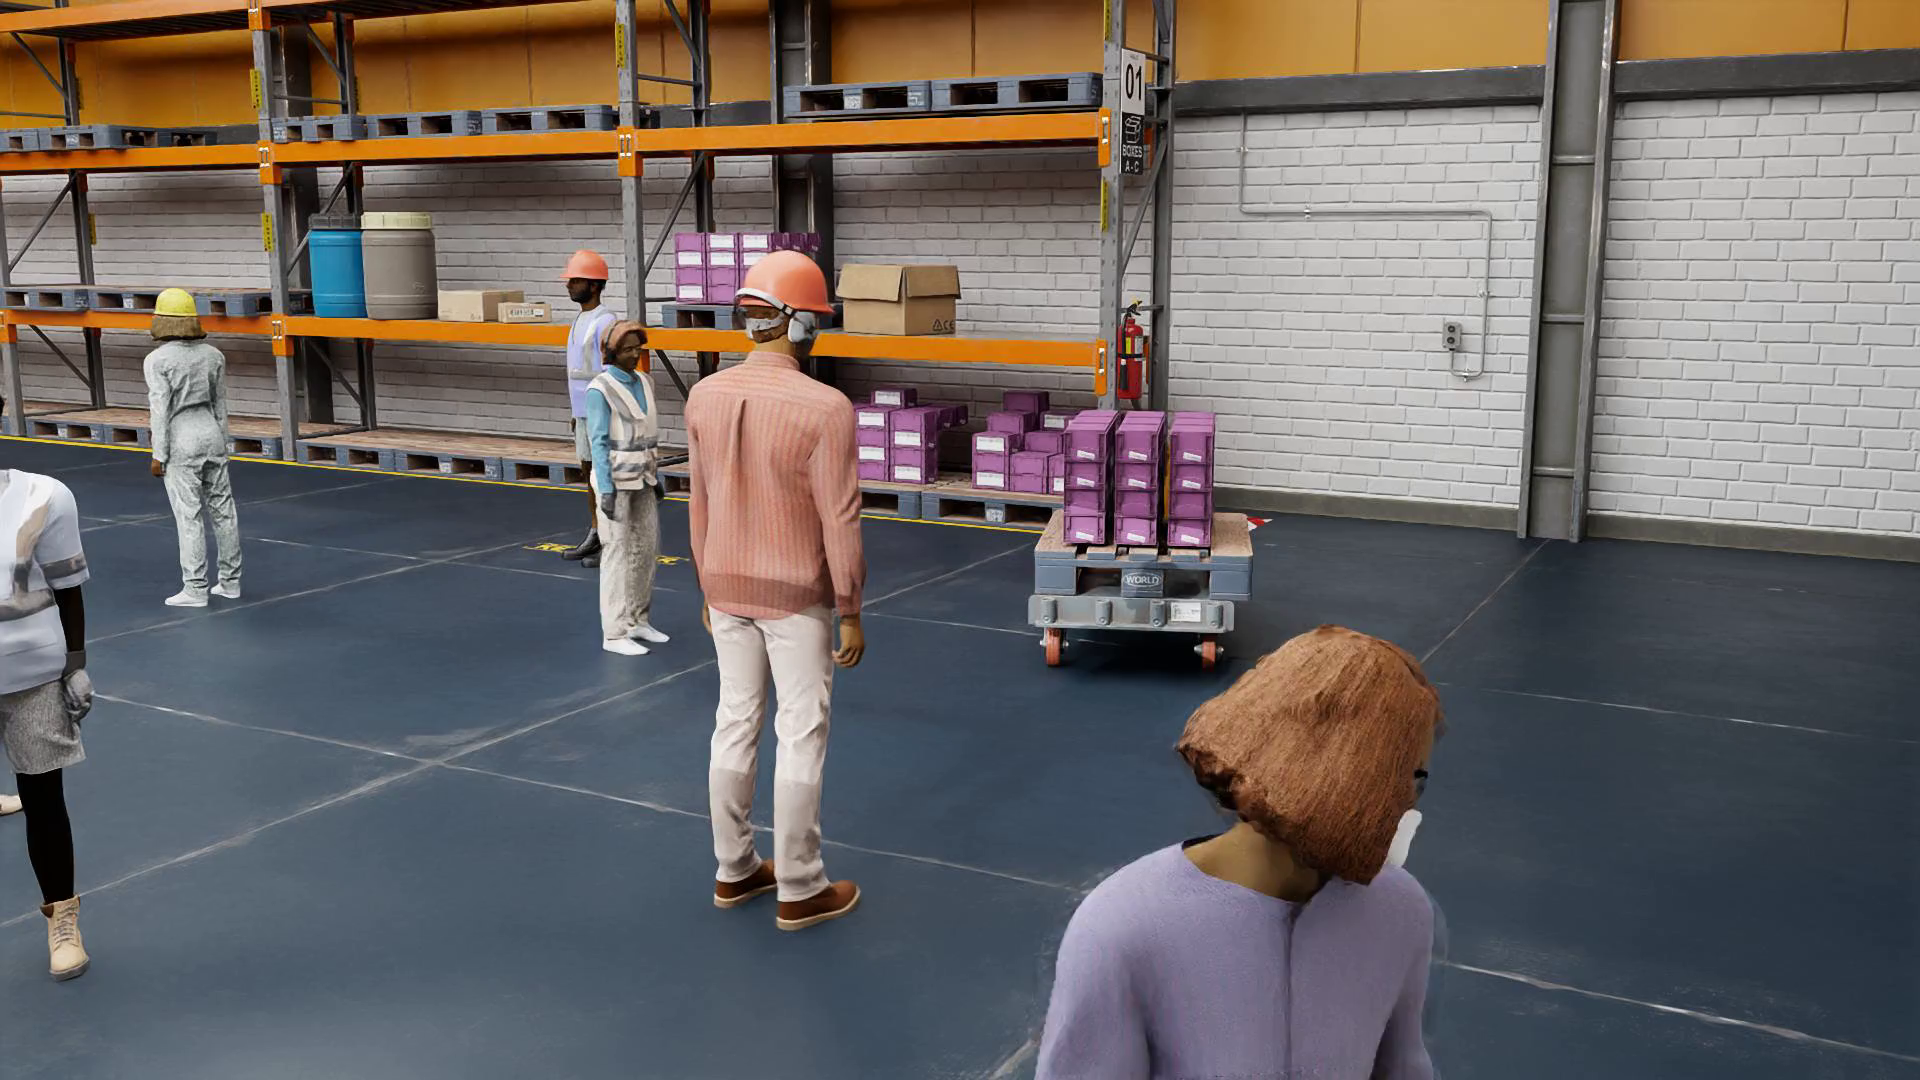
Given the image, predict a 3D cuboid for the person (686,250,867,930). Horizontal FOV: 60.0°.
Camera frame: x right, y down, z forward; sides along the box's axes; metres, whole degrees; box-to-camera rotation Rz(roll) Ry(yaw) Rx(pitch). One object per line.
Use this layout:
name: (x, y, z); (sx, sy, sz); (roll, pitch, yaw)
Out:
person: (-0.525, 0.155, 4.895); (0.623, 1.982, 0.413); (7, 12, 34)

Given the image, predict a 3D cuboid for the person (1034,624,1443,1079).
person: (0.306, 0.887, 1.888); (0.548, 1.618, 0.334); (-4, 11, -21)

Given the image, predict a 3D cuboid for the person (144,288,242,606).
person: (-4.244, -0.504, 9.152); (0.311, 1.744, 0.486); (5, 12, 27)

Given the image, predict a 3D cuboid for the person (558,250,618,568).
person: (-2.268, -0.803, 10.246); (0.353, 1.942, 0.545); (-7, 13, -34)

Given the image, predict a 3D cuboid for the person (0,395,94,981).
person: (-2.612, 0.376, 4.451); (0.540, 1.697, 0.316); (-5, 11, -24)

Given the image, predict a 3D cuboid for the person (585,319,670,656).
person: (-1.624, -0.257, 8.111); (0.334, 1.626, 0.528); (4, 11, 21)
